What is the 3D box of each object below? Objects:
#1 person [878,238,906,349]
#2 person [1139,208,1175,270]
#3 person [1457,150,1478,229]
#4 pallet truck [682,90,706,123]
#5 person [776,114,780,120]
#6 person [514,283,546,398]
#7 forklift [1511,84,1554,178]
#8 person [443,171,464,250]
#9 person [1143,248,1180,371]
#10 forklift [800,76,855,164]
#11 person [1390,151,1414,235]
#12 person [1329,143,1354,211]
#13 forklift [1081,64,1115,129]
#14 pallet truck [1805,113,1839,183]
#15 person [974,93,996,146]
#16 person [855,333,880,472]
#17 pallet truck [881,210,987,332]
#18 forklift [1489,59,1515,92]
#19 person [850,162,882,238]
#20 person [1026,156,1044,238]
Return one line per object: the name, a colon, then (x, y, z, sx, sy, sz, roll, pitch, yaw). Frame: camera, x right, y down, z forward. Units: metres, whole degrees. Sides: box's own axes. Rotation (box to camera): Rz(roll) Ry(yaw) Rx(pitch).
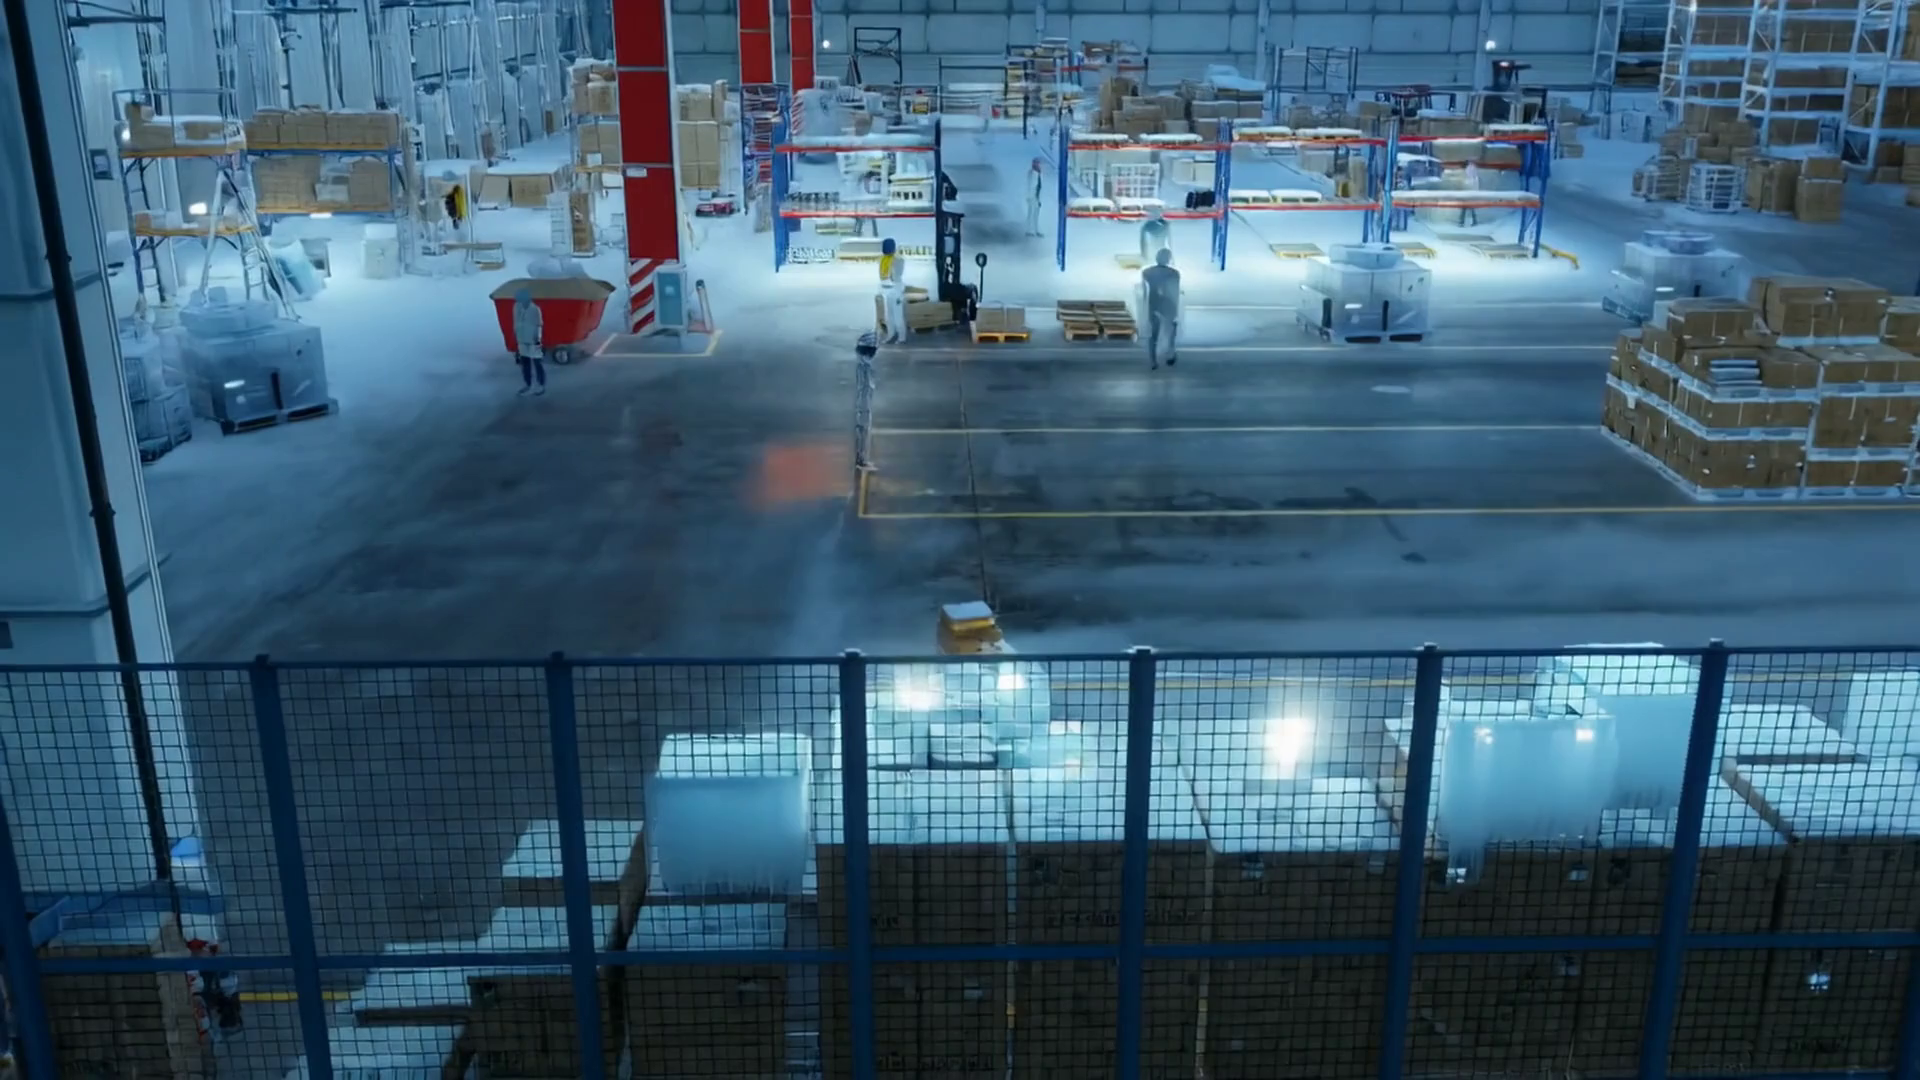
person: (-1.149, -4.117, 27.712, 0.431, 1.836, 0.621, -11, 22, -30)
person: (3.615, -5.219, 30.896, 0.635, 1.896, 1.048, -10, 21, -27)
person: (12.500, -8.607, 40.900, 0.601, 1.903, 0.692, 7, 20, 19)
pallet truck: (-9.671, -15.907, 62.421, 0.823, 1.965, 1.885, 5, 19, 15)
person: (-7.020, -16.073, 63.109, 0.585, 1.866, 0.465, -13, 22, -33)
person: (-6.329, -2.938, 24.417, 0.532, 1.693, 0.319, 10, 21, 27)
forklift: (17.642, -12.696, 51.535, 1.129, 2.768, 1.873, -1, 19, -1)
person: (-11.050, -7.093, 36.365, 0.358, 1.937, 0.548, -4, 19, -12)
person: (3.207, -3.643, 26.162, 0.653, 1.913, 0.810, 10, 21, 28)
forklift: (-4.427, -14.116, 55.747, 1.129, 2.768, 1.873, 10, 21, 28)
person: (10.658, -8.362, 40.085, 0.612, 1.964, 0.364, -14, 23, -36)
person: (10.149, -9.698, 44.136, 0.590, 1.912, 0.398, 17, 25, 41)
forklift: (5.614, -16.638, 63.230, 1.873, 2.768, 1.129, -2, 19, -5)
pallet truck: (26.403, -11.957, 50.702, 0.823, 1.965, 1.885, 6, 19, 16)
person: (0.912, -15.506, 61.364, 0.833, 1.920, 0.640, -5, 19, -14)
person: (-1.151, -1.729, 20.765, 0.331, 1.734, 0.489, -2, 19, -7)
pallet truck: (-0.493, -4.759, 29.349, 1.885, 1.965, 0.823, -13, 23, -34)
forklift: (21.872, -18.053, 67.426, 1.129, 2.768, 1.873, -6, 19, -16)
person: (-2.271, -8.003, 39.302, 0.510, 1.801, 0.957, 14, 23, 35)
person: (1.785, -8.143, 39.513, 0.380, 1.917, 0.586, -8, 20, -21)
